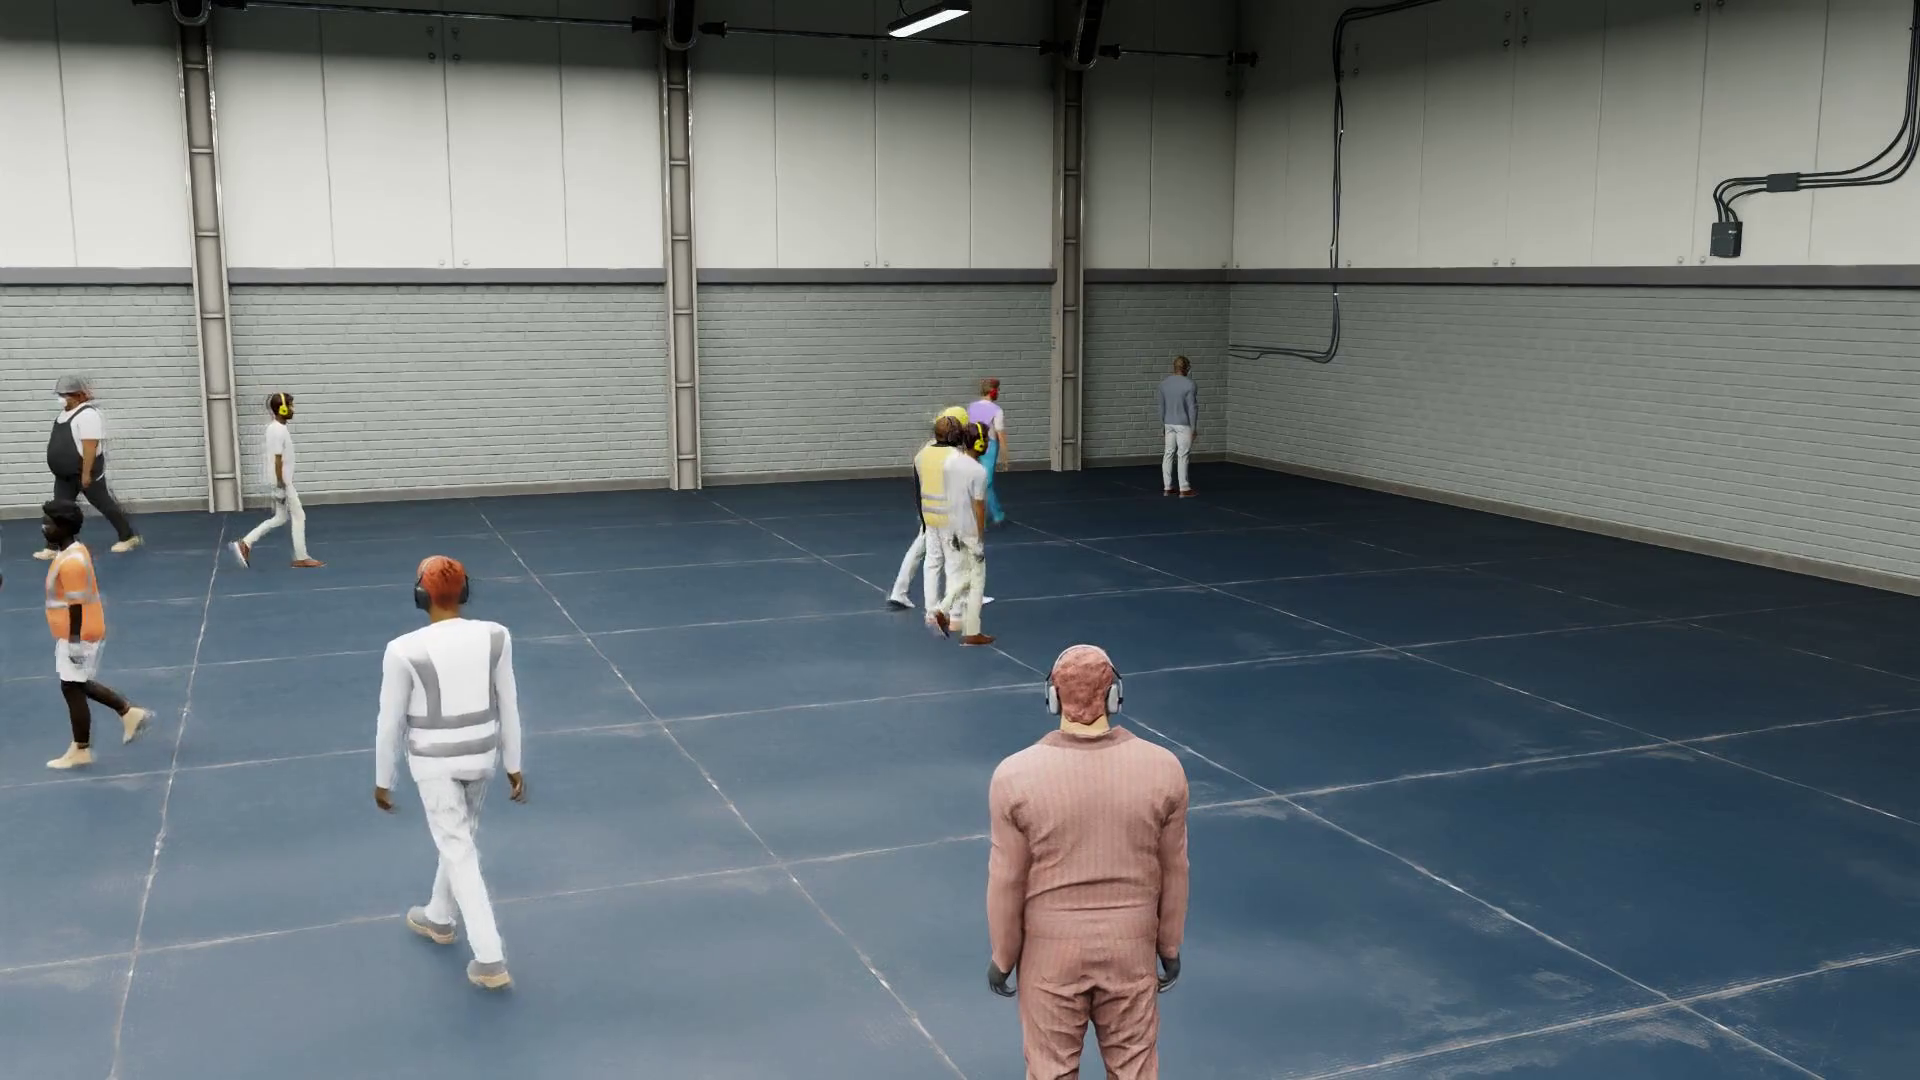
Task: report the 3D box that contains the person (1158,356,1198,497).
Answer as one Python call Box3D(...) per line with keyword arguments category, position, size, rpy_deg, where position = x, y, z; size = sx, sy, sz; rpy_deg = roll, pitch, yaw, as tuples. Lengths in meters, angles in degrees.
Box3D(category="person", position=(2.994, -1.551, 22.784), size=(0.379, 1.937, 0.629), rpy_deg=(-8, 12, -42))

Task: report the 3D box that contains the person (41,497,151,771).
Box3D(category="person", position=(-5.378, 0.567, 10.243), size=(0.517, 1.684, 0.544), rpy_deg=(-4, 10, -26))

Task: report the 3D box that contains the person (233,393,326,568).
Box3D(category="person", position=(-7.048, -0.597, 17.120), size=(0.806, 1.842, 0.510), rpy_deg=(-5, 10, -29))

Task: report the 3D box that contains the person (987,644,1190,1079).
Box3D(category="person", position=(0.392, 1.264, 5.221), size=(0.638, 1.902, 0.406), rpy_deg=(-1, 9, -7))

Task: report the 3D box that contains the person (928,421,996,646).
Box3D(category="person", position=(0.046, -0.041, 13.553), size=(0.477, 1.852, 0.546), rpy_deg=(-6, 11, -31))

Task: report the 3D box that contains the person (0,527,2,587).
Box3D(category="person", position=(-7.221, 0.176, 12.001), size=(0.554, 1.916, 0.696), rpy_deg=(-4, 10, -21))

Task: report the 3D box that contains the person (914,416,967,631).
Box3D(category="person", position=(-0.101, -0.145, 14.253), size=(0.628, 1.843, 0.429), rpy_deg=(9, 12, 43))

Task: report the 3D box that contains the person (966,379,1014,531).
Box3D(category="person", position=(0.403, -1.011, 19.805), size=(0.888, 1.804, 0.597), rpy_deg=(-6, 11, -35))

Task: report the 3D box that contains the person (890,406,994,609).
Box3D(category="person", position=(-0.205, -0.286, 15.104), size=(1.002, 1.868, 0.696), rpy_deg=(-3, 10, -21))

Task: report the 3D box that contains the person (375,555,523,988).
Box3D(category="person", position=(-2.224, 0.980, 7.243), size=(0.595, 1.831, 0.979), rpy_deg=(-9, 13, -44))

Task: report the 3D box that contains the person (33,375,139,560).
Box3D(category="person", position=(-9.449, -0.832, 17.938), size=(0.685, 2.000, 1.062), rpy_deg=(6, 11, 35))
